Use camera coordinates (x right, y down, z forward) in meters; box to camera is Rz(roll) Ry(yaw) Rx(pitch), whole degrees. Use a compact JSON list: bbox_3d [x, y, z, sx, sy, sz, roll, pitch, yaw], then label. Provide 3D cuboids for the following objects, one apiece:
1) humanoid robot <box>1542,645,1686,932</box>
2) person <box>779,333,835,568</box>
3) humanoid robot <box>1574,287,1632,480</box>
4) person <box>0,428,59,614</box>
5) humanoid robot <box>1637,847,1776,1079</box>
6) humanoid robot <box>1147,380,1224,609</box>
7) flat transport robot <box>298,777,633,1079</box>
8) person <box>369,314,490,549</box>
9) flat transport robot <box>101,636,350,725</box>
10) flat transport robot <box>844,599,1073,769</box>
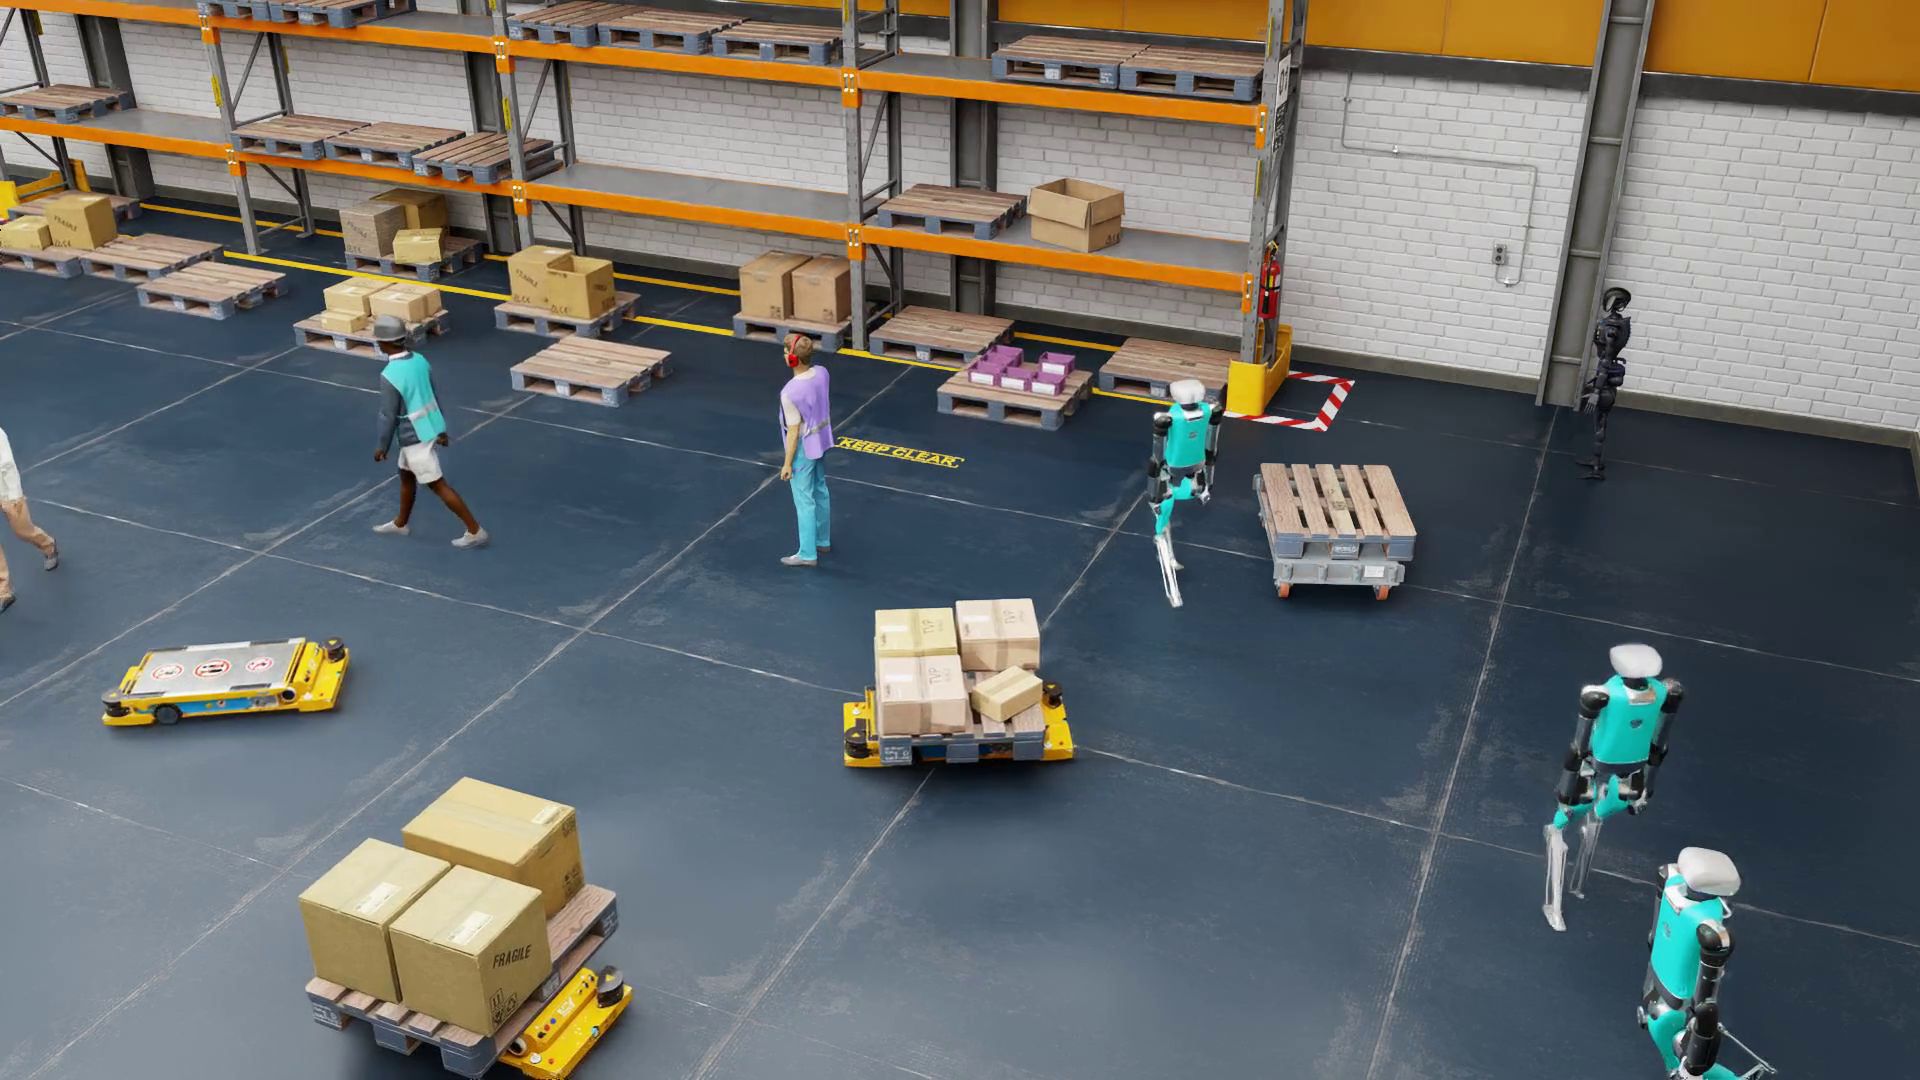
[{"bbox_3d":[3.379,1.255,8.919,0.545,1.805,0.733,-3,27,-5],"label":"humanoid robot"},{"bbox_3d":[-1.153,-0.666,12.503,0.391,1.846,0.563,11,29,20],"label":"person"},{"bbox_3d":[5.391,-1.319,13.935,0.315,1.659,0.599,11,29,20],"label":"humanoid robot"},{"bbox_3d":[-6.995,-0.354,12.113,0.456,1.640,0.775,-2,27,-3],"label":"person"},{"bbox_3d":[3.278,2.158,7.258,0.725,1.894,0.546,-1,27,-3],"label":"humanoid robot"},{"bbox_3d":[1.526,-0.422,12.161,0.562,1.769,0.888,-9,29,-17],"label":"humanoid robot"},{"bbox_3d":[-2.458,2.293,8.485,1.431,0.231,0.659,11,29,21],"label":"flat transport robot"},{"bbox_3d":[-4.155,-0.824,12.768,0.997,1.887,0.539,2,27,4],"label":"person"},{"bbox_3d":[-4.883,0.942,11.105,1.431,0.231,0.659,-4,28,-8],"label":"flat transport robot"},{"bbox_3d":[-0.025,1.178,10.648,1.431,0.231,0.659,-2,27,-4],"label":"flat transport robot"}]
